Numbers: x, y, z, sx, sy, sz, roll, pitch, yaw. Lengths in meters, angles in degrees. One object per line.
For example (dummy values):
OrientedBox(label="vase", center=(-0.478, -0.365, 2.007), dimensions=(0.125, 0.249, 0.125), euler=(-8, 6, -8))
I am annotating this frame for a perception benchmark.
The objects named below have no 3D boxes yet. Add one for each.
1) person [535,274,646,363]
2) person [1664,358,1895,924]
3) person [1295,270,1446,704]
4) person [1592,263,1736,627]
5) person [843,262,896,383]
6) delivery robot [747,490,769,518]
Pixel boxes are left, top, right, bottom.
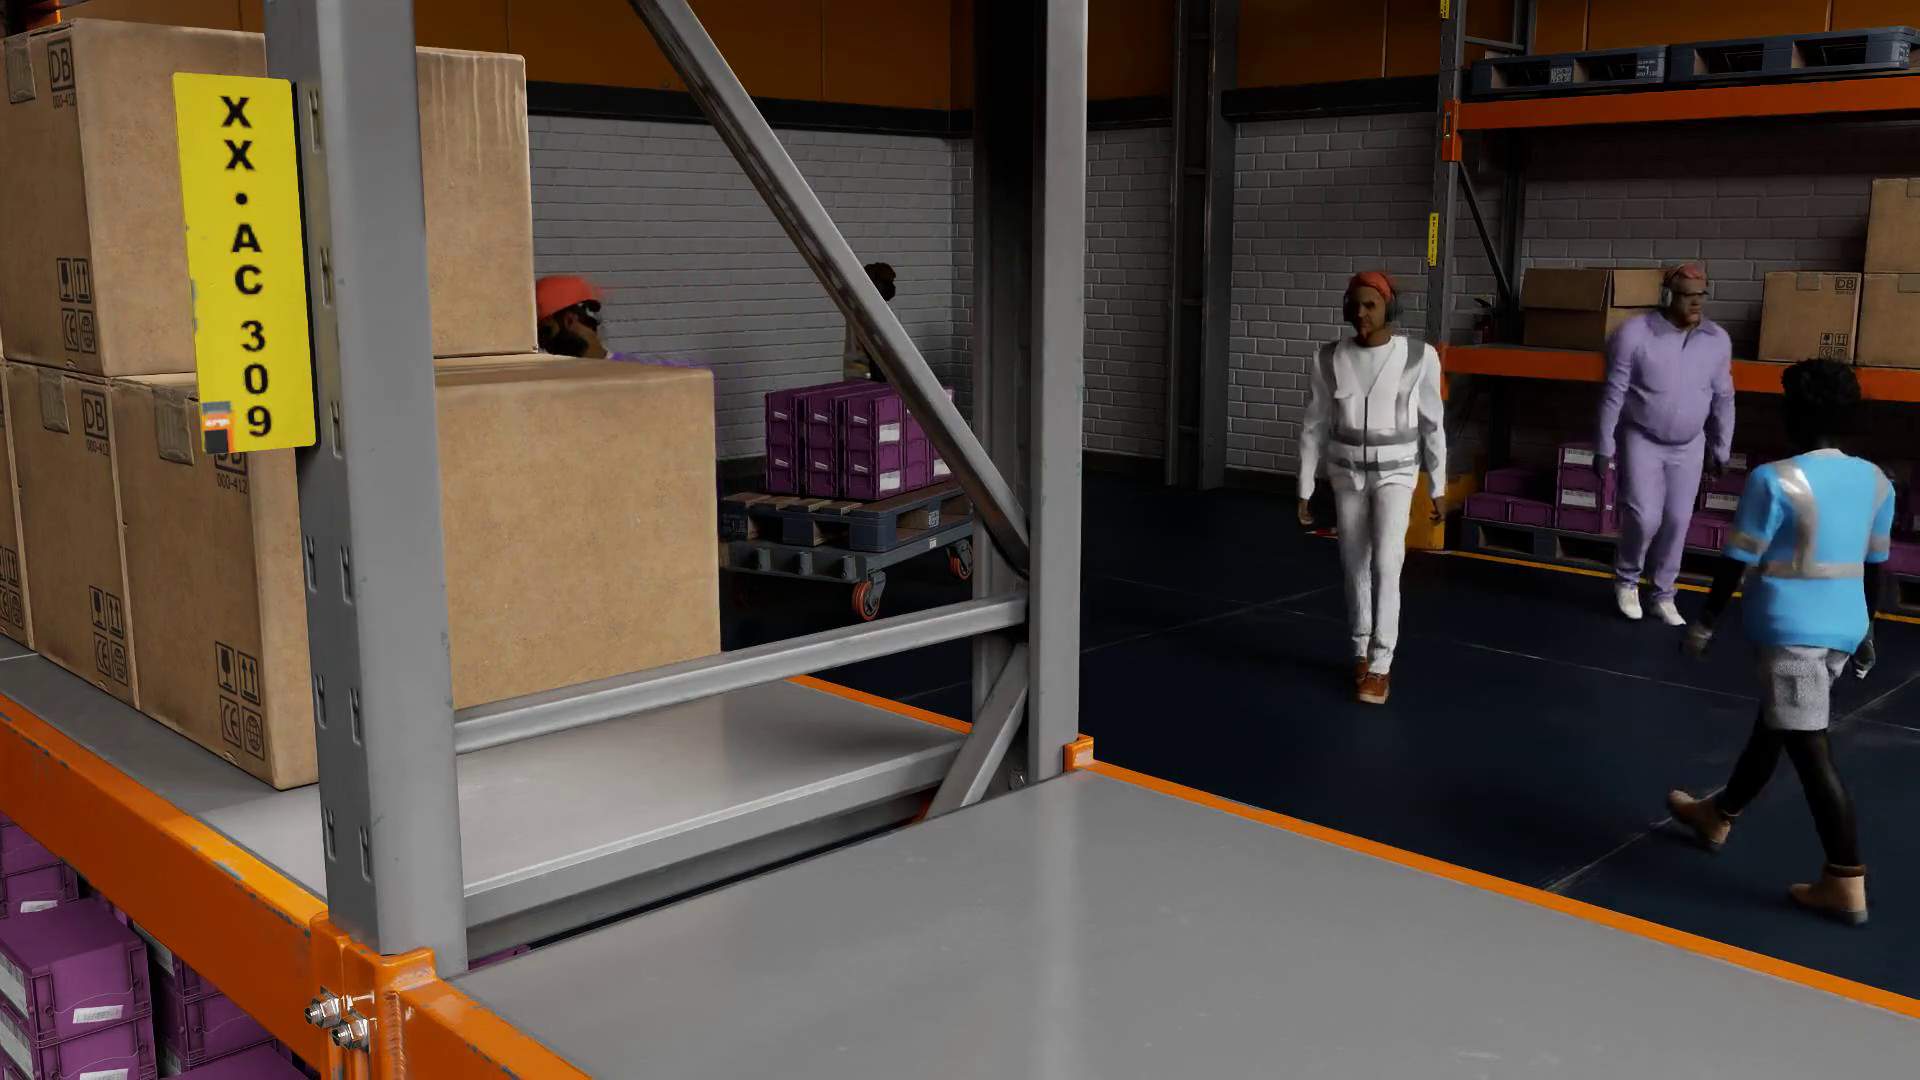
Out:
OrientedBox(label="person", center=(-1.216, -0.013, 6.077), dimensions=(0.726, 1.891, 0.378), euler=(5, 12, 28))
OrientedBox(label="person", center=(2.522, 0.269, 5.110), dimensions=(0.544, 1.643, 0.868), euler=(-5, 11, -25))
OrientedBox(label="person", center=(1.773, -0.225, 7.241), dimensions=(0.630, 1.862, 0.764), euler=(5, 12, 27))
OrientedBox(label="person", center=(3.627, -0.476, 8.567), dimensions=(0.692, 1.883, 0.431), euler=(-1, 10, -4))
OrientedBox(label="person", center=(-0.621, -1.071, 11.968), dimensions=(0.431, 1.836, 0.626), euler=(-2, 11, -10))
OrientedBox(label="delivery robot", center=(-0.990, -0.222, 10.555), dimensions=(0.707, 0.478, 0.477), euler=(-5, 11, -25))
